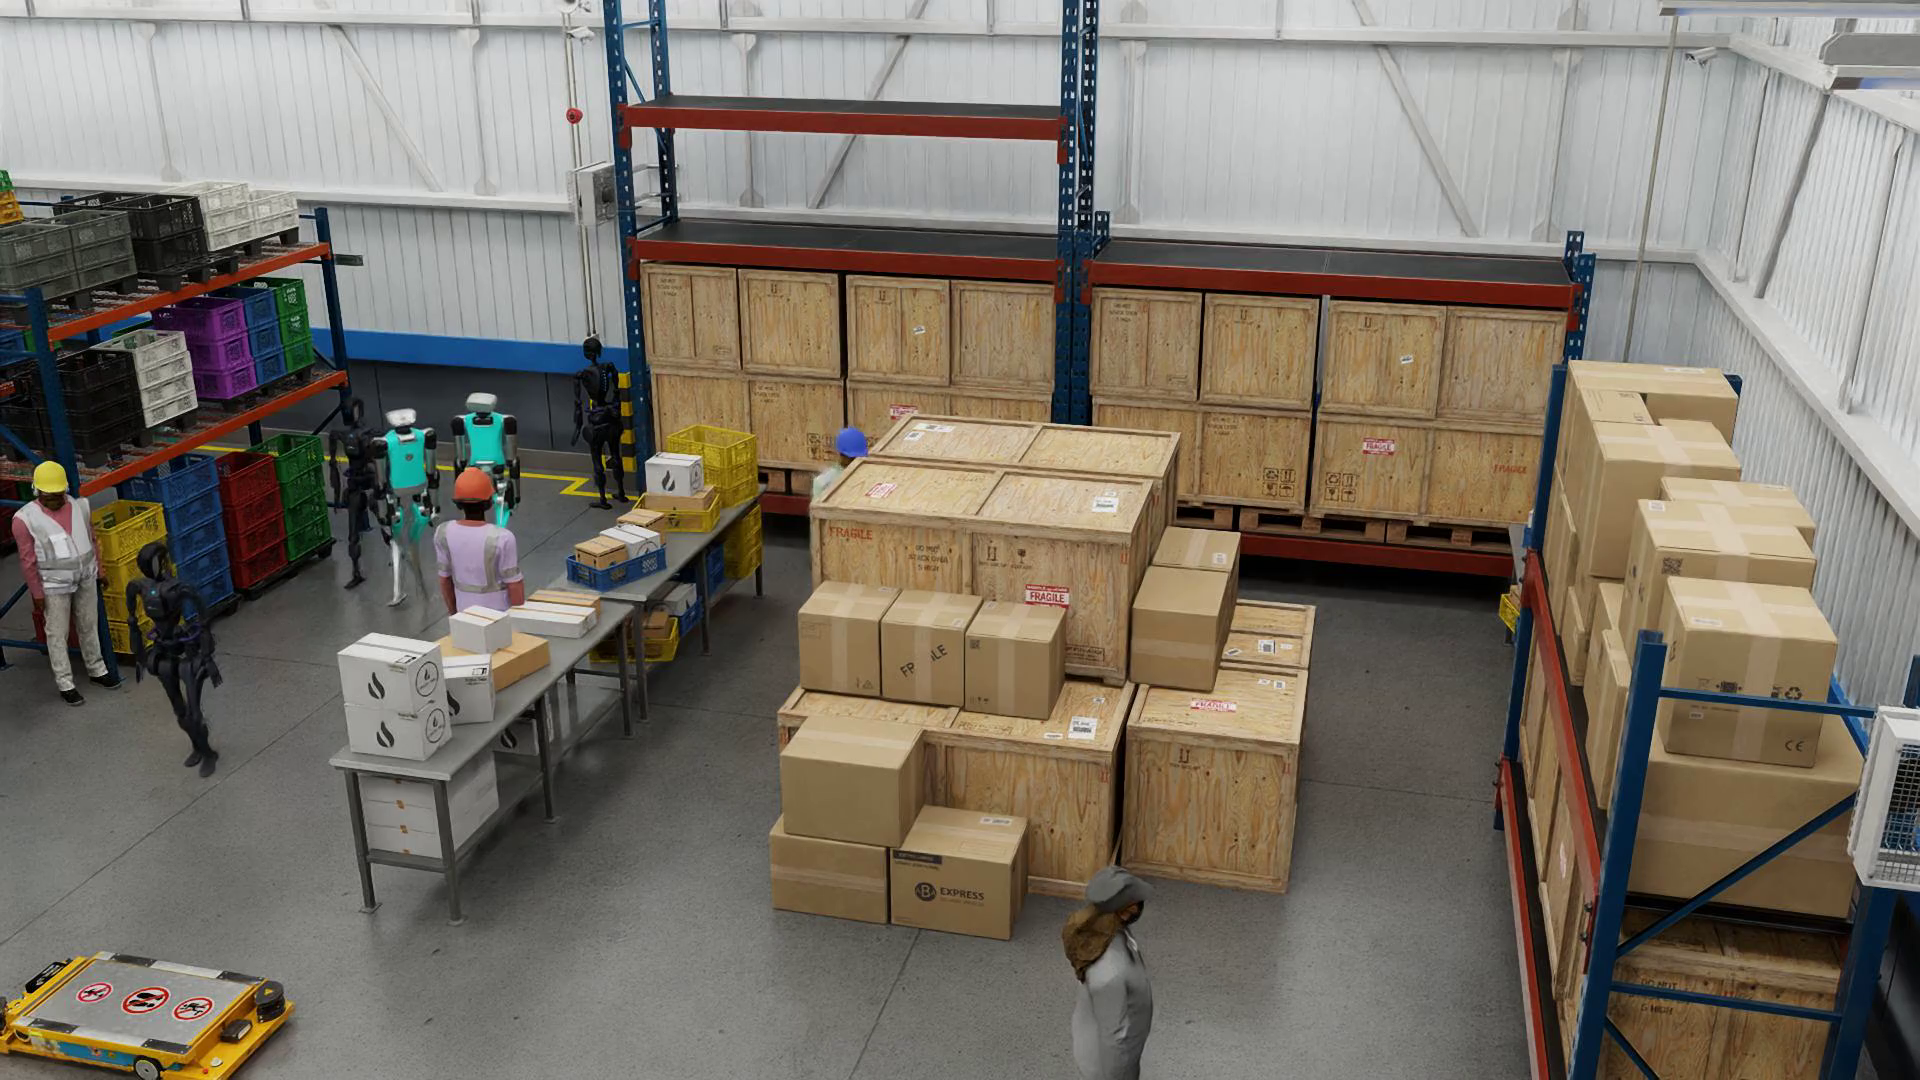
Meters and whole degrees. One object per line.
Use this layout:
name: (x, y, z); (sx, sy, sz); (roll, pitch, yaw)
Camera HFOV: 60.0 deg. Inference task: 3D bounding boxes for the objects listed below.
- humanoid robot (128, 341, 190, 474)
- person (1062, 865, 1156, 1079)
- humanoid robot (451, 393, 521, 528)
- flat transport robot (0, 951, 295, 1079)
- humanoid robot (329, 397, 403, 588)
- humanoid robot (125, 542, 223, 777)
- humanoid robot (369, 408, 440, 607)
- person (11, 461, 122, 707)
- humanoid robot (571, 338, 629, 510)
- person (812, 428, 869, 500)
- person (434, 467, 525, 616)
humanoid robot: (-7.630, -1.151, 16.048); (0.530, 1.778, 0.985); (-2, 21, -4)
person: (0.628, 2.195, 7.200); (0.398, 1.769, 0.572); (0, 21, 0)
humanoid robot: (-3.894, -0.292, 13.700); (0.545, 1.775, 0.674); (-3, 21, -7)
flat transport robot: (-4.270, 2.464, 8.601); (1.431, 0.231, 0.659); (5, 22, 13)
humanoid robot: (-5.092, -0.440, 14.306); (0.601, 1.646, 0.765); (2, 21, 5)
humanoid robot: (-5.209, 0.771, 11.055); (0.613, 1.642, 0.449); (2, 21, 5)
humanoid robot: (-4.592, -0.248, 13.675); (0.536, 1.826, 0.739); (-16, 26, -35)
person: (-6.482, 0.296, 12.092); (0.404, 1.825, 0.586); (11, 24, 27)
humanoid robot: (-3.470, -1.129, 16.007); (0.315, 1.657, 0.599); (16, 26, 36)
person: (-0.773, 0.115, 12.452); (0.616, 1.914, 0.844); (-10, 23, -24)
person: (-3.204, 0.488, 11.281); (0.607, 2.048, 0.363); (6, 22, 14)
